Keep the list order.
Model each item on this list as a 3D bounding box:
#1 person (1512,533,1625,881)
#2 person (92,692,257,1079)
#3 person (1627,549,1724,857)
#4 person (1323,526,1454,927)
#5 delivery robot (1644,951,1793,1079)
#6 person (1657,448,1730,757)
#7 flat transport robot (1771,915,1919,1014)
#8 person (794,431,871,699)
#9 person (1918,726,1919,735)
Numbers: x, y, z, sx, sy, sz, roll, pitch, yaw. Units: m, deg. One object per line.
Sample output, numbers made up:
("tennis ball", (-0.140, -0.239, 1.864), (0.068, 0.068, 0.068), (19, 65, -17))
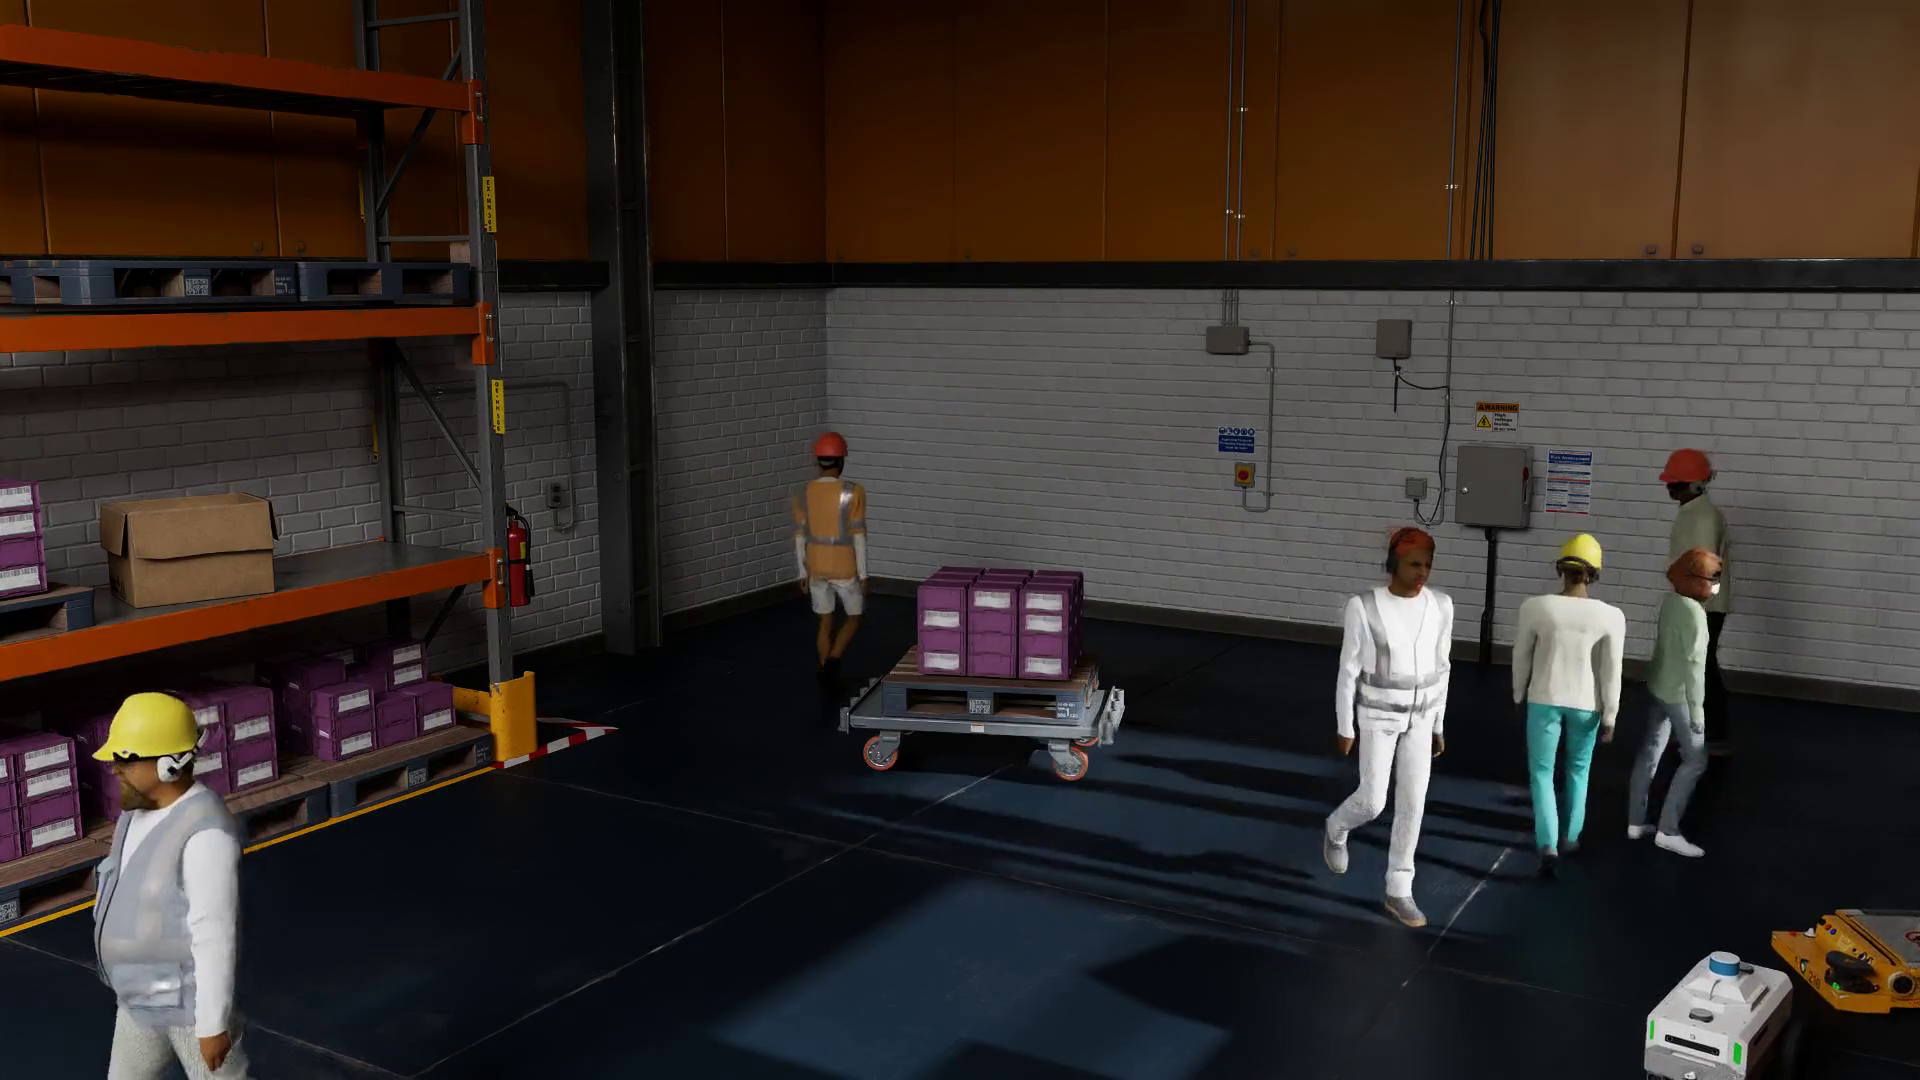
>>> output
("person", (3.054, 0.836, 8.396), (0.523, 1.745, 0.771), (2, 9, 15))
("person", (-2.320, 1.327, 5.090), (0.599, 1.806, 0.842), (9, 13, 43))
("person", (3.759, 0.838, 8.705), (0.350, 1.615, 0.547), (1, 9, 4))
("person", (2.034, 0.842, 7.921), (0.573, 1.864, 0.678), (-3, 9, -16))
("delivery robot", (2.769, 1.746, 6.057), (0.477, 0.478, 0.707), (7, 12, 39))
("person", (4.590, 0.400, 10.387), (0.598, 1.959, 0.633), (1, 9, 6))
("flat transport robot", (4.296, 1.780, 7.016), (1.431, 0.197, 0.652), (1, 9, 4))
("person", (-0.909, 0.200, 11.737), (0.570, 1.924, 0.503), (4, 10, 21))
("person", (6.114, 0.527, 9.837), (0.629, 1.878, 0.652), (3, 10, 19))
